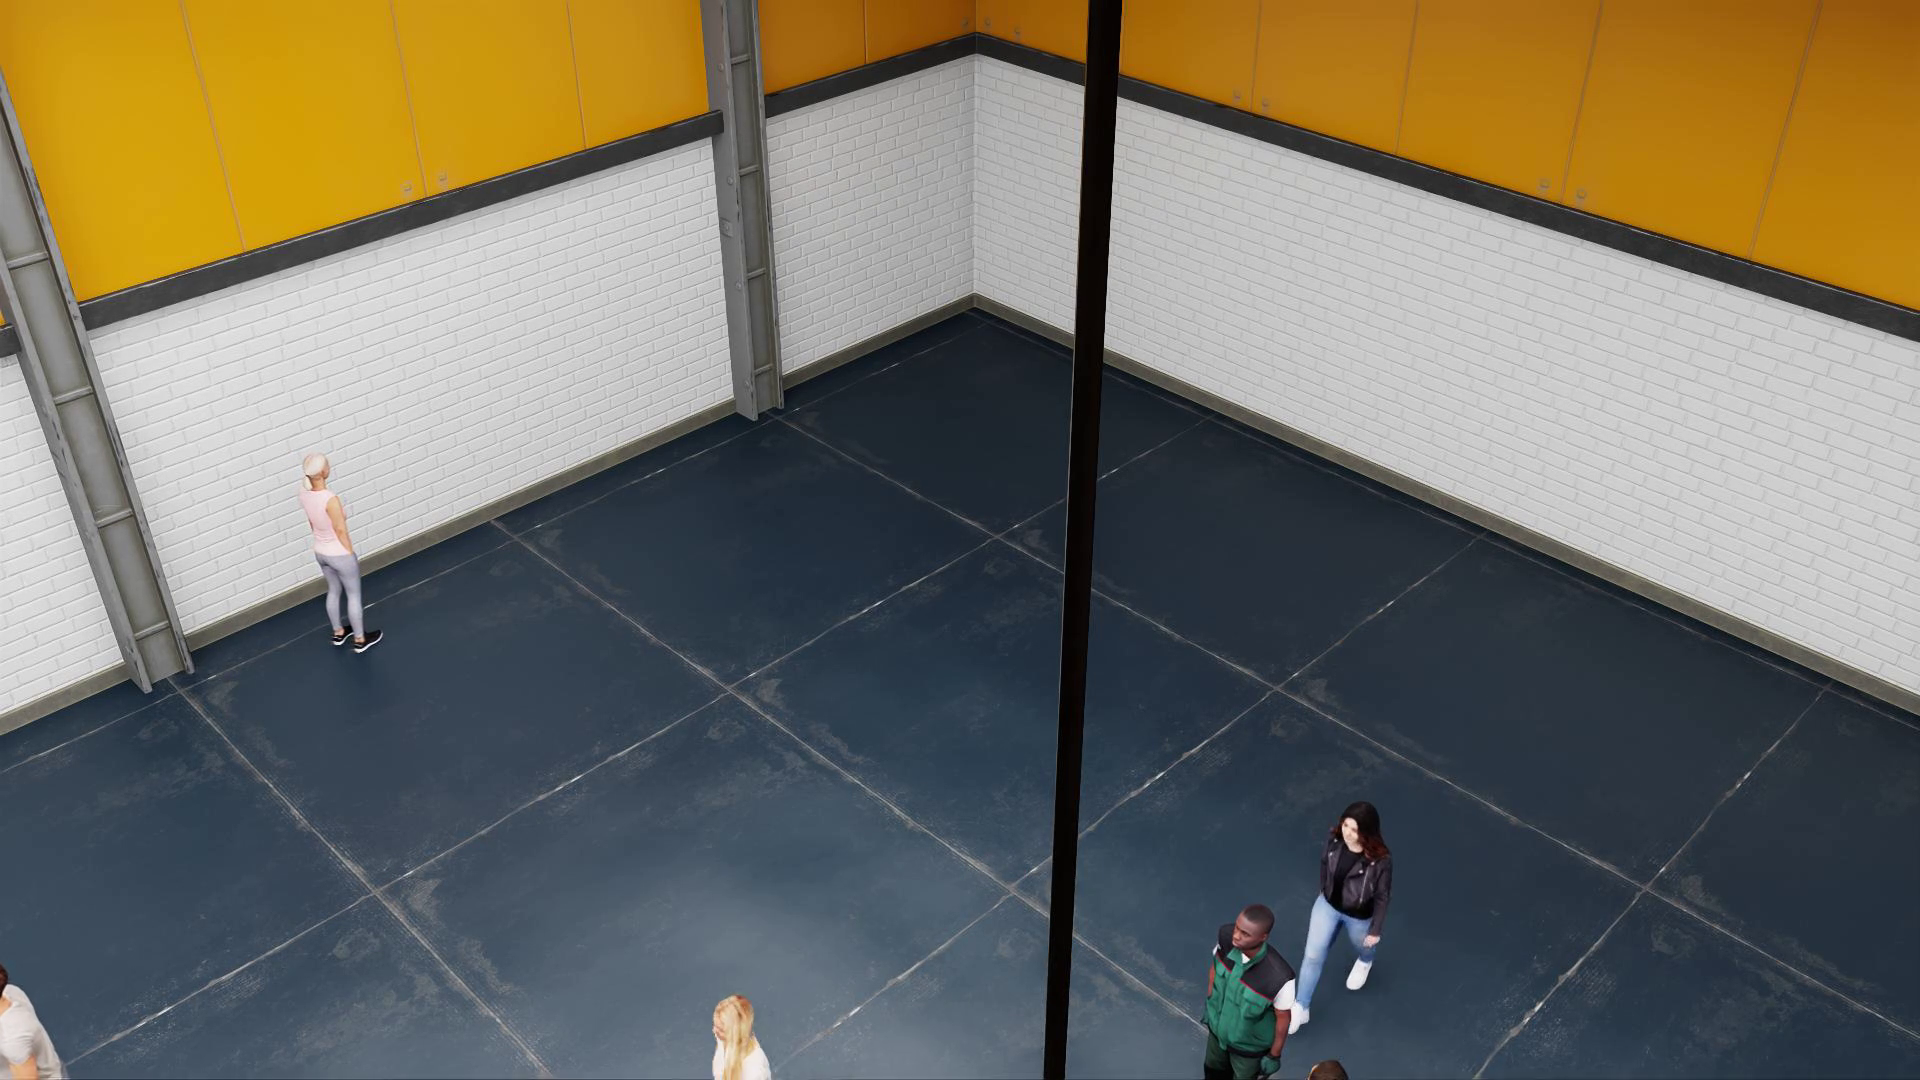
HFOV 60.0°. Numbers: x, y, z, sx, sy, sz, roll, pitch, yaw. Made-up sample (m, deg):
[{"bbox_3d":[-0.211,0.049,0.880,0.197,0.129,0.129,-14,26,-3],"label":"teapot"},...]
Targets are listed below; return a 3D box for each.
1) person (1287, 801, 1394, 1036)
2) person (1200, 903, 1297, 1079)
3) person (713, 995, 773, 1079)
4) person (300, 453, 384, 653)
[{"bbox_3d":[2.351,2.165,9.862,0.706,1.593,1.106,25,41,33],"label":"person"},{"bbox_3d":[1.518,2.631,8.938,0.621,1.839,0.705,-24,40,-31],"label":"person"},{"bbox_3d":[-0.994,2.924,8.533,0.783,1.799,0.693,-20,38,-27],"label":"person"},{"bbox_3d":[-4.839,0.097,12.855,0.582,1.723,0.576,19,38,26],"label":"person"}]
